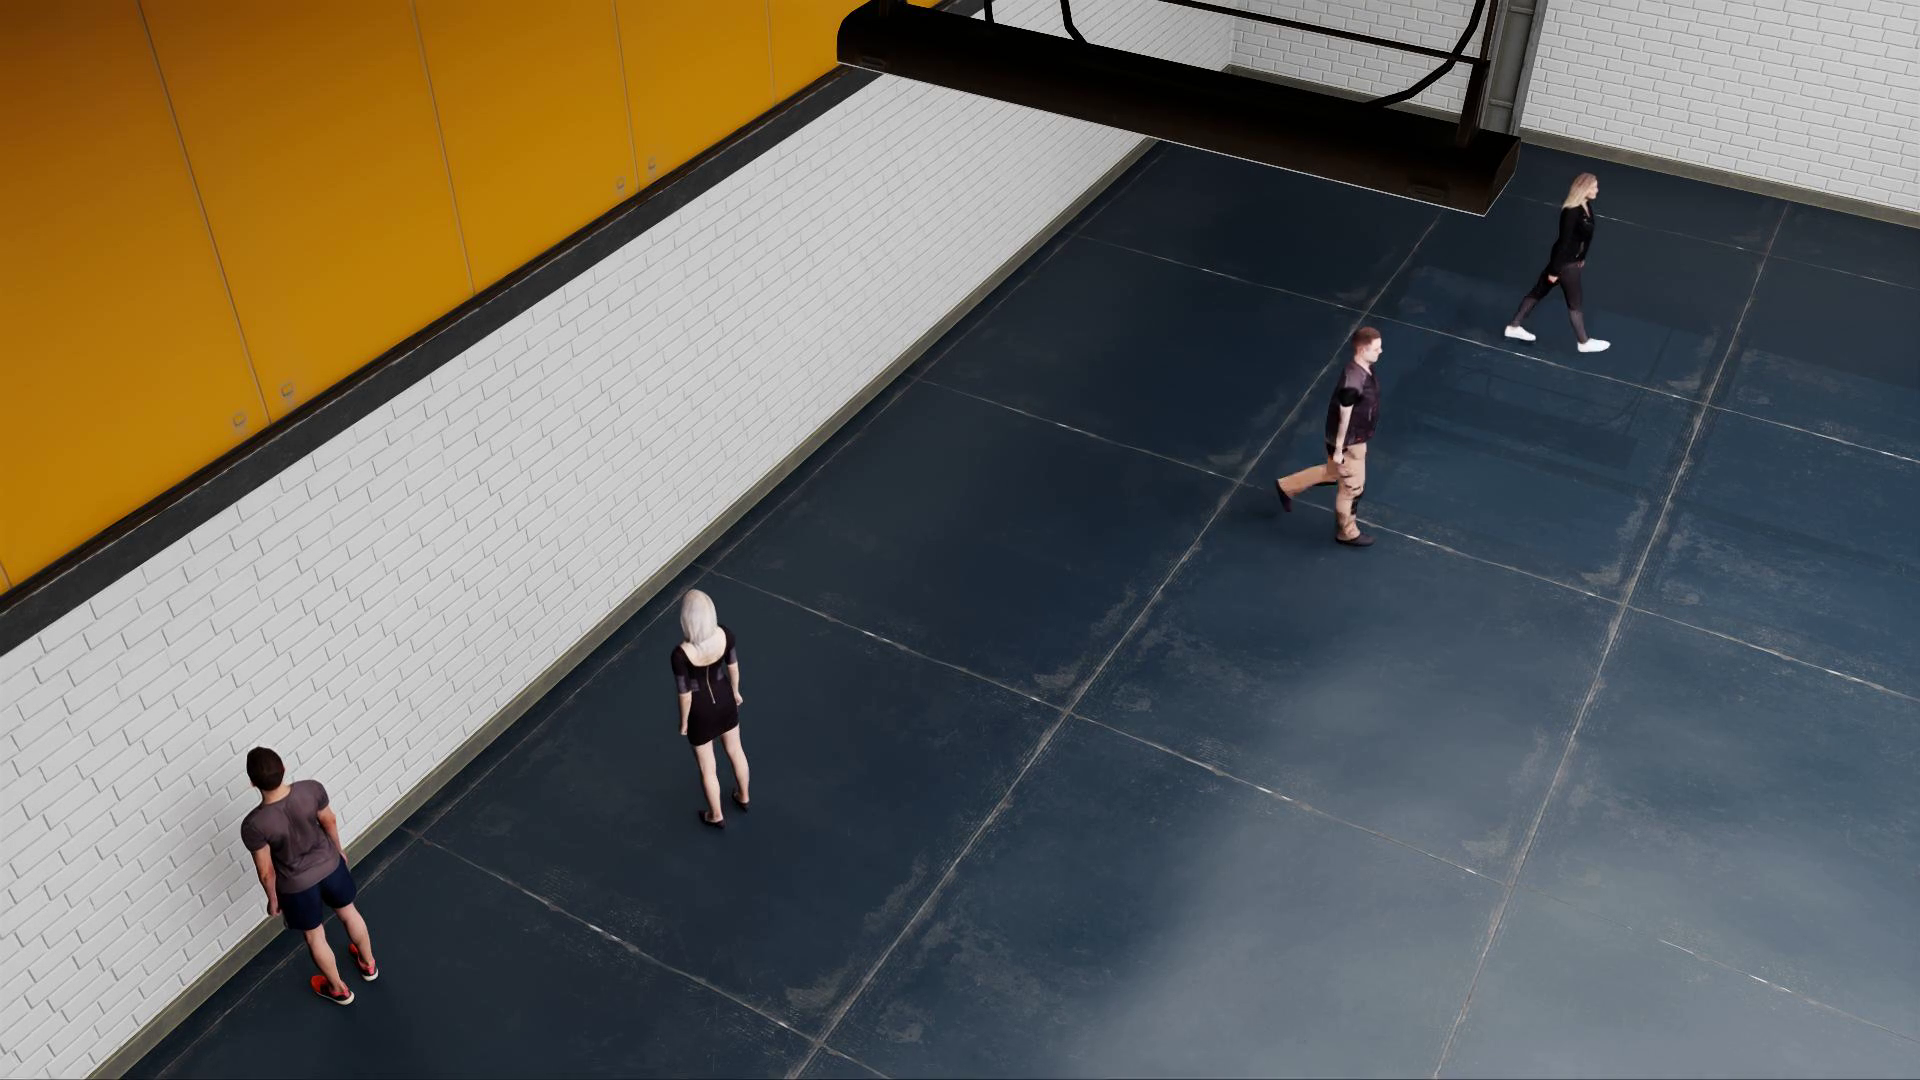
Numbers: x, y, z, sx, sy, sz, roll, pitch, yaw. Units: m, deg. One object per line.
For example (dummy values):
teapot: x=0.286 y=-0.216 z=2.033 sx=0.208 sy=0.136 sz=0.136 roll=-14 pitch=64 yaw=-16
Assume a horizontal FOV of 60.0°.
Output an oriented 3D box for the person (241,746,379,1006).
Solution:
person: x=-3.488 y=1.801 z=8.908 sx=0.606 sy=1.853 sz=0.687 roll=27 pitch=46 yaw=30

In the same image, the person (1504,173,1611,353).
person: x=5.099 y=-2.384 z=14.319 sx=1.128 sy=1.640 sz=0.704 roll=15 pitch=41 yaw=18

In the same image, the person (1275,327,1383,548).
person: x=2.736 y=-0.769 z=12.156 sx=1.098 sy=1.816 sz=0.784 roll=14 pitch=41 yaw=16

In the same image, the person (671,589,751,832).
person: x=-1.488 y=1.014 z=9.912 sx=0.651 sy=1.830 sz=0.618 roll=-28 pitch=46 yaw=-30
